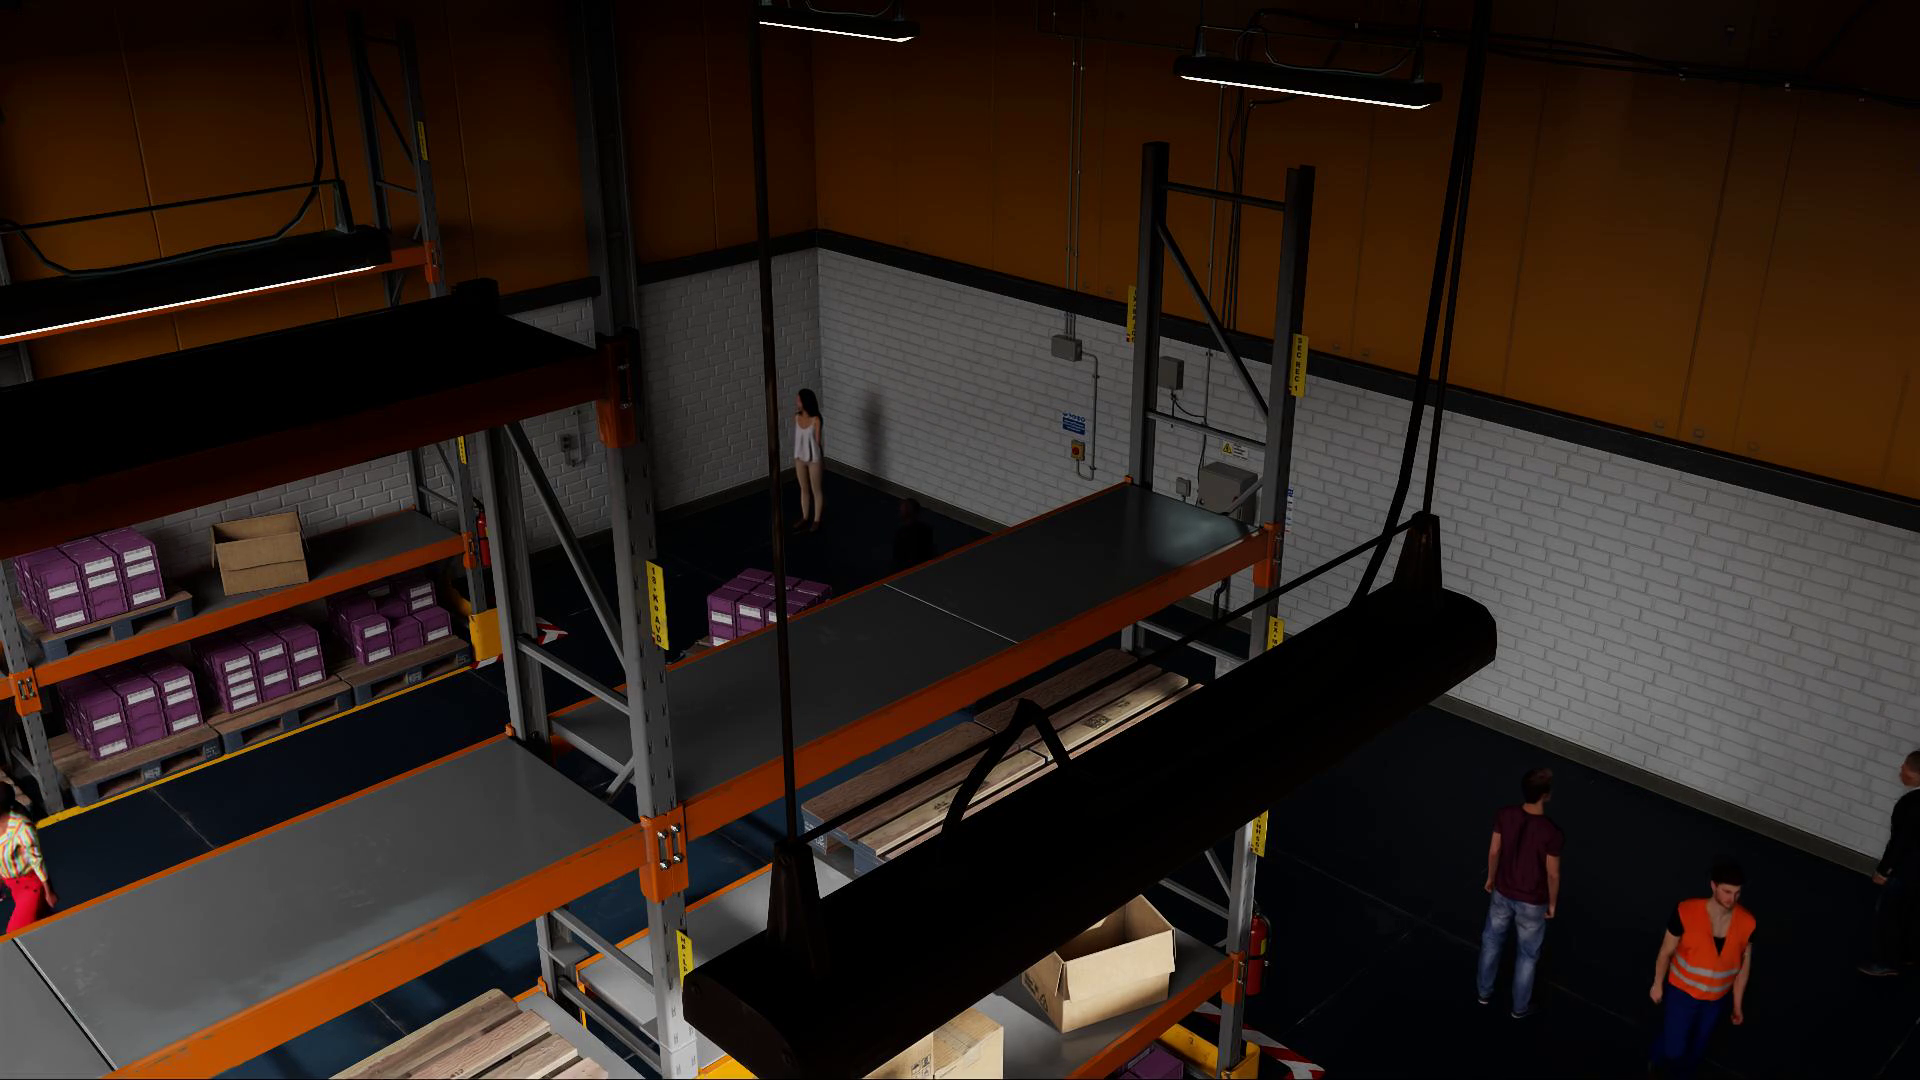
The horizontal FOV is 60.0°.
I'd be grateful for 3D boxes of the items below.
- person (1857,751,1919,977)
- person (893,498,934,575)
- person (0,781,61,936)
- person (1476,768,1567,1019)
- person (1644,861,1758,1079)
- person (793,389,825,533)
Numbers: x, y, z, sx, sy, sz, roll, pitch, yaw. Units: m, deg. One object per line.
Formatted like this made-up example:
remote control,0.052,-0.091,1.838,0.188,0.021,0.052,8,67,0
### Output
person,6.728,2.231,11.623,0.639,1.777,0.924,-8,25,-17
person,-0.386,0.475,15.722,1.117,1.713,0.793,-18,29,-35
person,-6.230,2.373,11.301,0.674,1.776,0.790,15,28,30
person,3.786,2.366,11.223,0.646,1.850,0.521,21,31,39
person,4.577,2.731,10.364,0.863,1.870,0.922,1,24,3
person,-1.721,-0.935,19.020,0.675,1.654,0.610,21,31,39
